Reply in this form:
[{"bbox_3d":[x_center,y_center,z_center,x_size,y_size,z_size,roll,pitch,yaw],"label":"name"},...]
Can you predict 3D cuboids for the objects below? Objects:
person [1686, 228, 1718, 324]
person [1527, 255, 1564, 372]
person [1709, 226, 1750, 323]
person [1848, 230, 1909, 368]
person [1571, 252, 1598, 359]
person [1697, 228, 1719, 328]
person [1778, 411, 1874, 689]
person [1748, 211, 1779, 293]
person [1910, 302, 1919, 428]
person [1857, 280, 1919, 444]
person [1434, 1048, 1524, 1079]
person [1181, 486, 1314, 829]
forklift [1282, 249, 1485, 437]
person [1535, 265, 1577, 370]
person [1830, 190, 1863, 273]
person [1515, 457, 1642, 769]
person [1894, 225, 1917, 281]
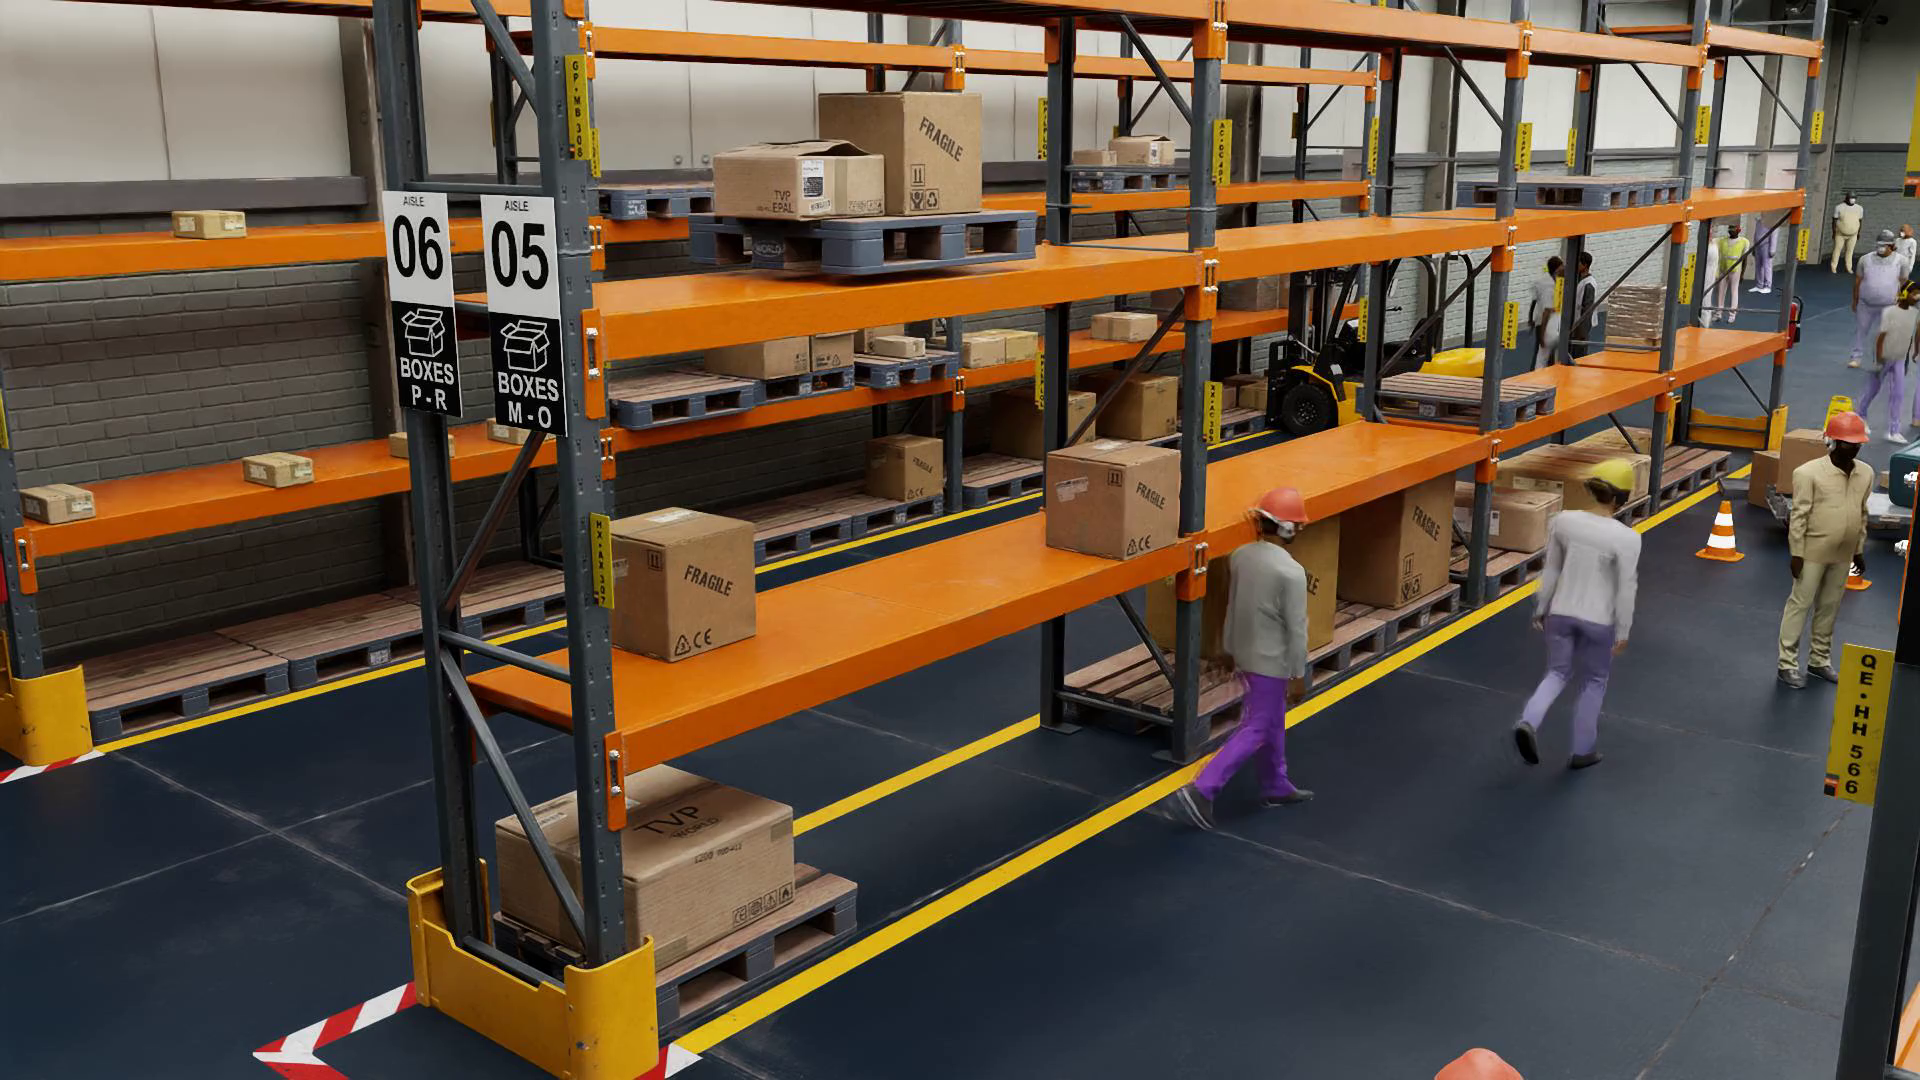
[{"bbox_3d":[13.315,-4.720,29.789,0.453,1.809,0.634,6,15,23],"label":"person"},{"bbox_3d":[7.813,-2.857,22.123,0.522,1.843,0.806,7,15,26],"label":"person"},{"bbox_3d":[14.075,-4.891,30.382,0.389,1.848,0.563,-12,18,-39],"label":"person"},{"bbox_3d":[13.474,-3.524,24.417,0.689,2.000,0.537,9,16,32],"label":"person"},{"bbox_3d":[8.075,-2.782,21.649,0.390,1.919,0.591,1,14,4],"label":"person"},{"bbox_3d":[12.247,-4.198,27.458,0.398,1.901,0.650,4,14,16],"label":"person"},{"bbox_3d":[5.445,0.059,10.417,0.562,1.753,0.334,-3,14,-13],"label":"person"},{"bbox_3d":[17.427,-6.312,36.085,0.395,1.898,0.657,-2,14,-8],"label":"person"},{"bbox_3d":[11.452,-2.216,19.492,0.506,1.847,0.343,10,17,35],"label":"person"},{"bbox_3d":[10.576,-2.054,18.923,0.535,1.819,0.970,-2,14,-7],"label":"person"},{"bbox_3d":[0.978,1.811,3.274,0.572,1.755,0.319,4,14,17],"label":"person"},{"bbox_3d":[1.475,0.584,8.349,0.789,1.726,0.585,-5,15,-20],"label":"person"},{"bbox_3d":[4.886,-2.214,18.767,2.313,2.155,1.214,11,18,38],"label":"forklift"},{"bbox_3d":[7.518,-2.581,21.109,0.582,1.783,0.808,-4,14,-15],"label":"person"},{"bbox_3d":[21.867,-7.593,40.983,0.682,2.000,0.537,2,14,9],"label":"person"},{"bbox_3d":[3.330,0.420,8.965,0.627,1.736,0.553,-11,18,-38],"label":"person"},{"bbox_3d":[18.821,-5.475,33.212,0.281,1.628,0.512,-3,14,-13],"label":"person"}]
